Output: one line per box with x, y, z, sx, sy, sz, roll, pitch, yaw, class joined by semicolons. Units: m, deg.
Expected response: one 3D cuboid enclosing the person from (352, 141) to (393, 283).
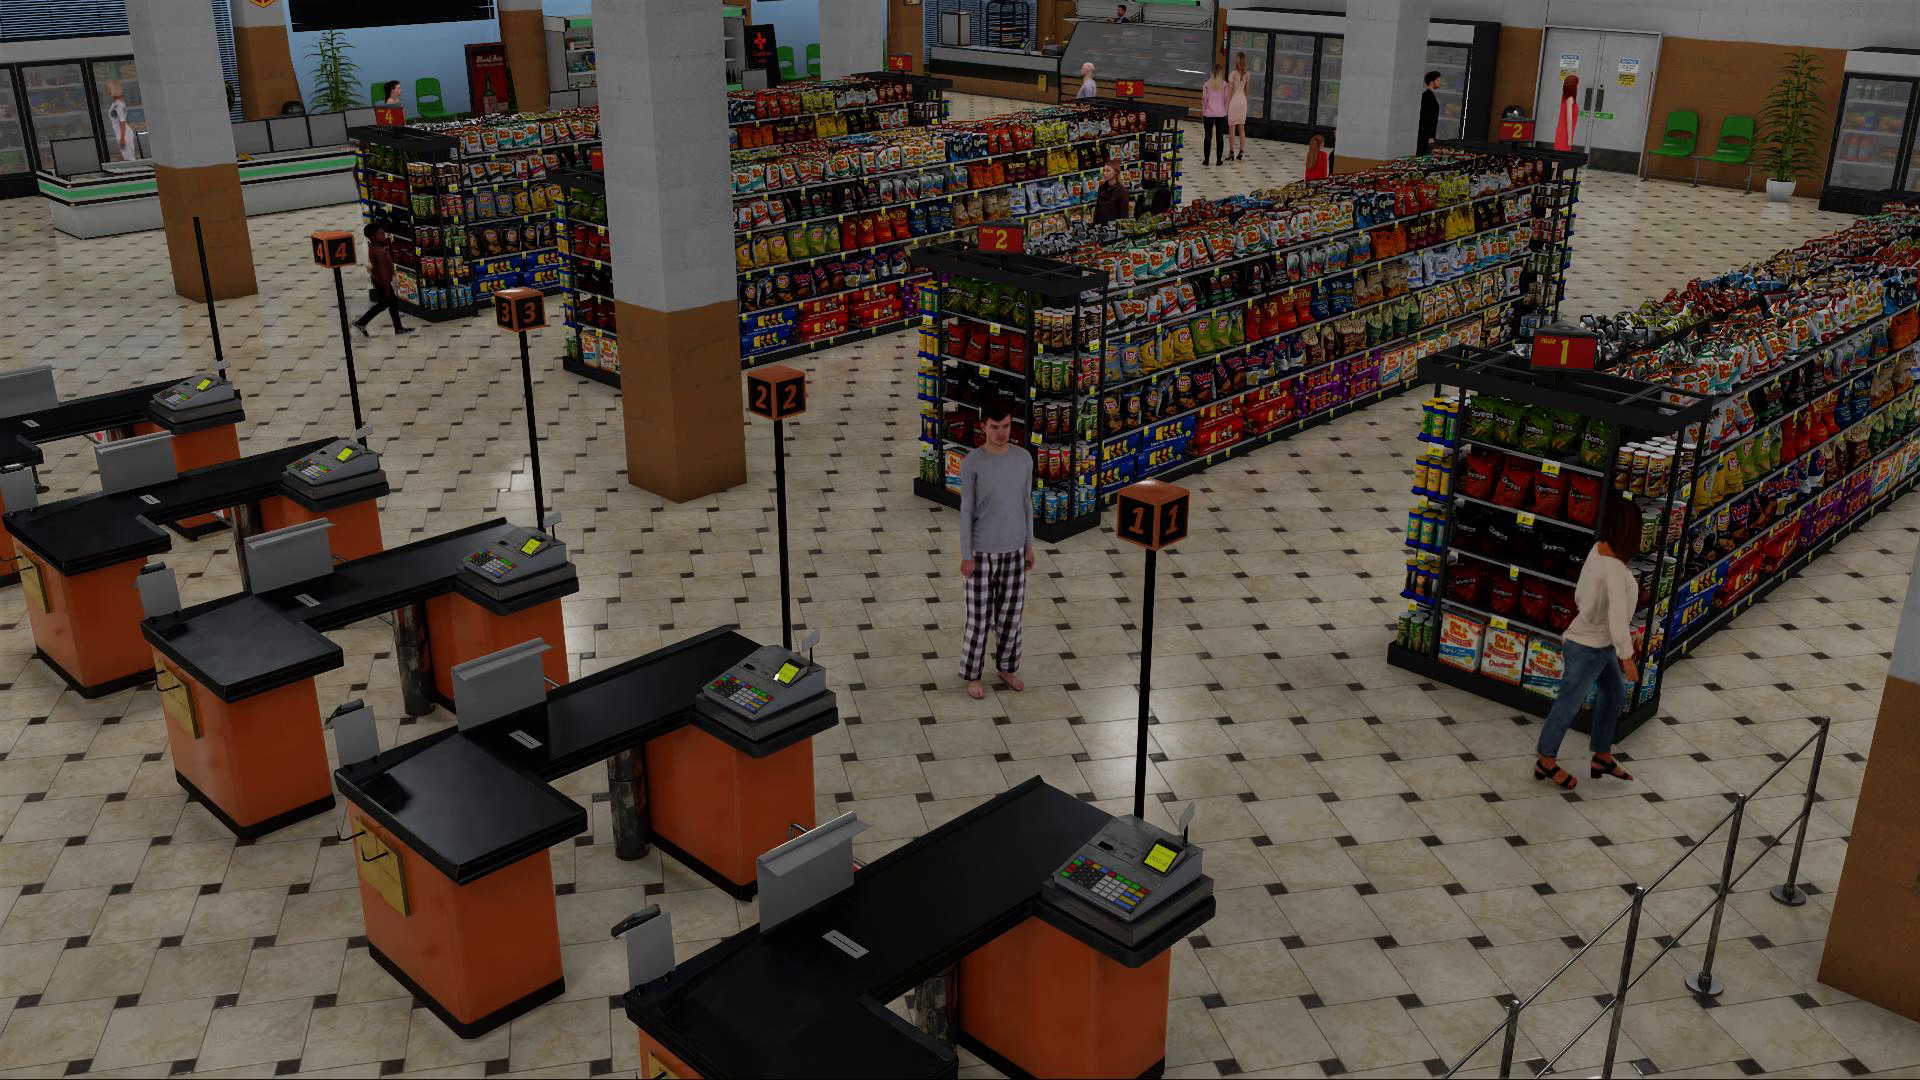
-7.202;-3.969;20.209;0.836;1.681;0.992;9;24;21;person

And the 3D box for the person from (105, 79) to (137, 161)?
-12.993;-6.275;25.858;0.619;1.750;0.628;-10;24;-23;person

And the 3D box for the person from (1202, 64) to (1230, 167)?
4.347;-7.254;28.376;0.685;1.688;0.727;2;22;5;person

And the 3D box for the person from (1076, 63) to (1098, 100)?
2.080;-6.882;27.258;0.825;1.832;0.733;3;22;8;person

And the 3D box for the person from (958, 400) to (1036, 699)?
0.214;0.044;10.000;0.611;1.847;0.760;-8;23;-20;person

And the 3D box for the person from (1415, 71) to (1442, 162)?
7.173;-6.251;25.607;0.844;1.891;0.774;1;22;3;person

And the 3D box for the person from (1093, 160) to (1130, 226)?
1.722;-3.476;18.952;0.609;1.704;0.495;19;29;39;person

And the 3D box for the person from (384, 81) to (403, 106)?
-9.159;-6.559;26.800;1.027;1.573;1.019;2;22;5;person

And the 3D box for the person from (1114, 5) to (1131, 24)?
3.719;-11.423;38.512;0.566;1.868;0.610;-20;30;-41;person

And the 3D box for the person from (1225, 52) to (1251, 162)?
4.820;-7.526;28.862;0.561;1.831;0.697;-9;24;-21;person

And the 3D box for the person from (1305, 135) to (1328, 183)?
5.009;-5.075;23.502;0.478;1.280;0.469;20;29;40;person

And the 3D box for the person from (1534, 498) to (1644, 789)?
3.317;0.562;8.966;0.878;1.656;0.831;8;23;19;person

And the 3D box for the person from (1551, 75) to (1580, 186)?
9.319;-6.239;25.662;0.722;1.828;0.640;2;22;5;person

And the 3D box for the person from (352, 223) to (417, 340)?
-6.242;-2.752;17.776;0.939;1.237;0.714;-10;24;-24;person
